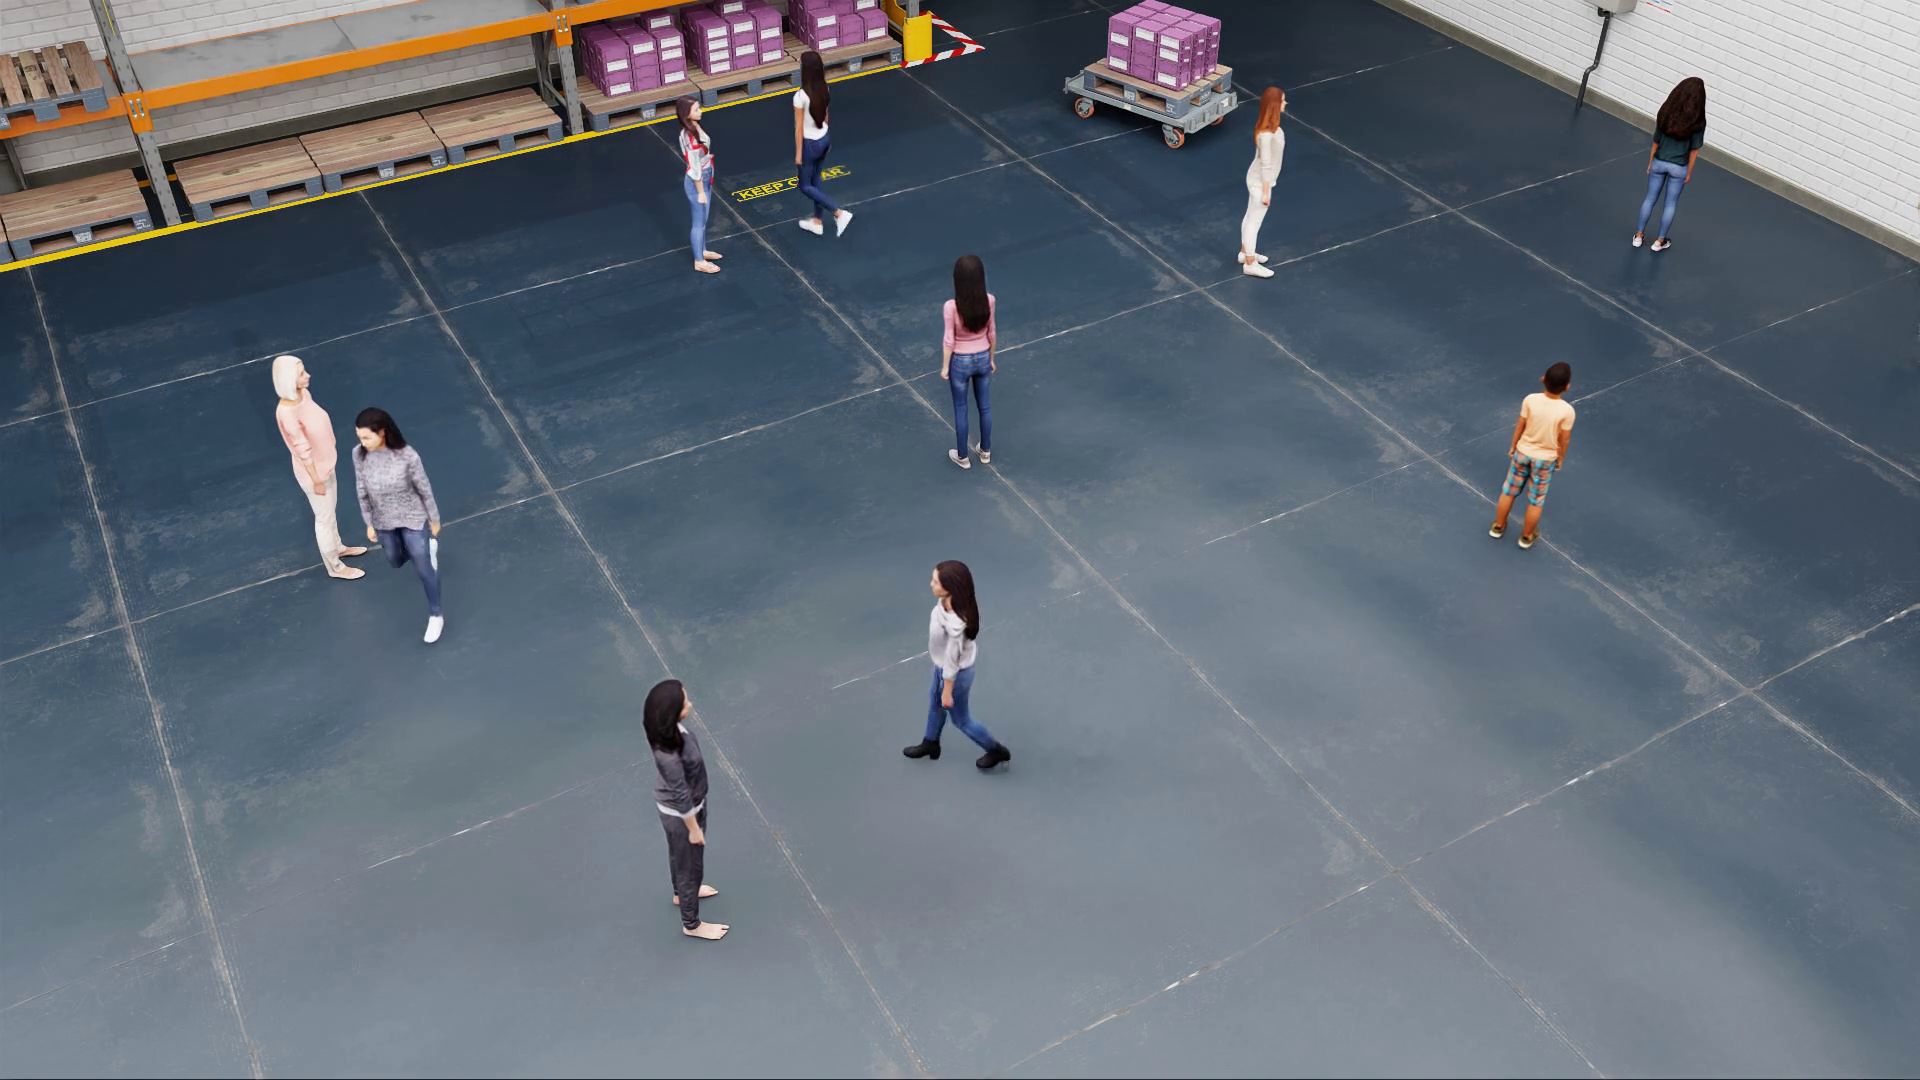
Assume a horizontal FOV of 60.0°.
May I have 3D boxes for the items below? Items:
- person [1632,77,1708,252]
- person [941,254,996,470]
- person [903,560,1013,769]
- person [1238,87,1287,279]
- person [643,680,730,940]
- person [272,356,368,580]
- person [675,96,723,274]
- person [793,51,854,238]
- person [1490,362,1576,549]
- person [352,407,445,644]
[{"bbox_3d":[6.385,-3.377,14.940,0.694,1.617,0.718,25,45,27],"label":"person"},{"bbox_3d":[0.067,-1.313,12.256,0.472,1.742,0.663,-14,41,-17],"label":"person"},{"bbox_3d":[0.036,0.769,9.755,1.014,1.611,0.884,0,39,0],"label":"person"},{"bbox_3d":[2.633,-3.148,14.578,0.725,1.713,0.687,4,39,5],"label":"person"},{"bbox_3d":[-1.482,1.414,8.824,0.576,1.764,0.640,-12,40,-14],"label":"person"},{"bbox_3d":[-4.369,-0.504,11.257,0.635,1.725,0.665,-7,39,-8],"label":"person"},{"bbox_3d":[-2.315,-3.151,14.661,0.668,1.614,0.667,-1,39,-1],"label":"person"},{"bbox_3d":[-1.244,-3.512,14.993,0.914,1.763,0.928,20,43,23],"label":"person"},{"bbox_3d":[4.011,-0.595,11.583,0.592,1.460,0.613,20,43,23],"label":"person"},{"bbox_3d":[-3.637,-0.189,10.871,1.019,1.715,1.005,1,39,1],"label":"person"}]
